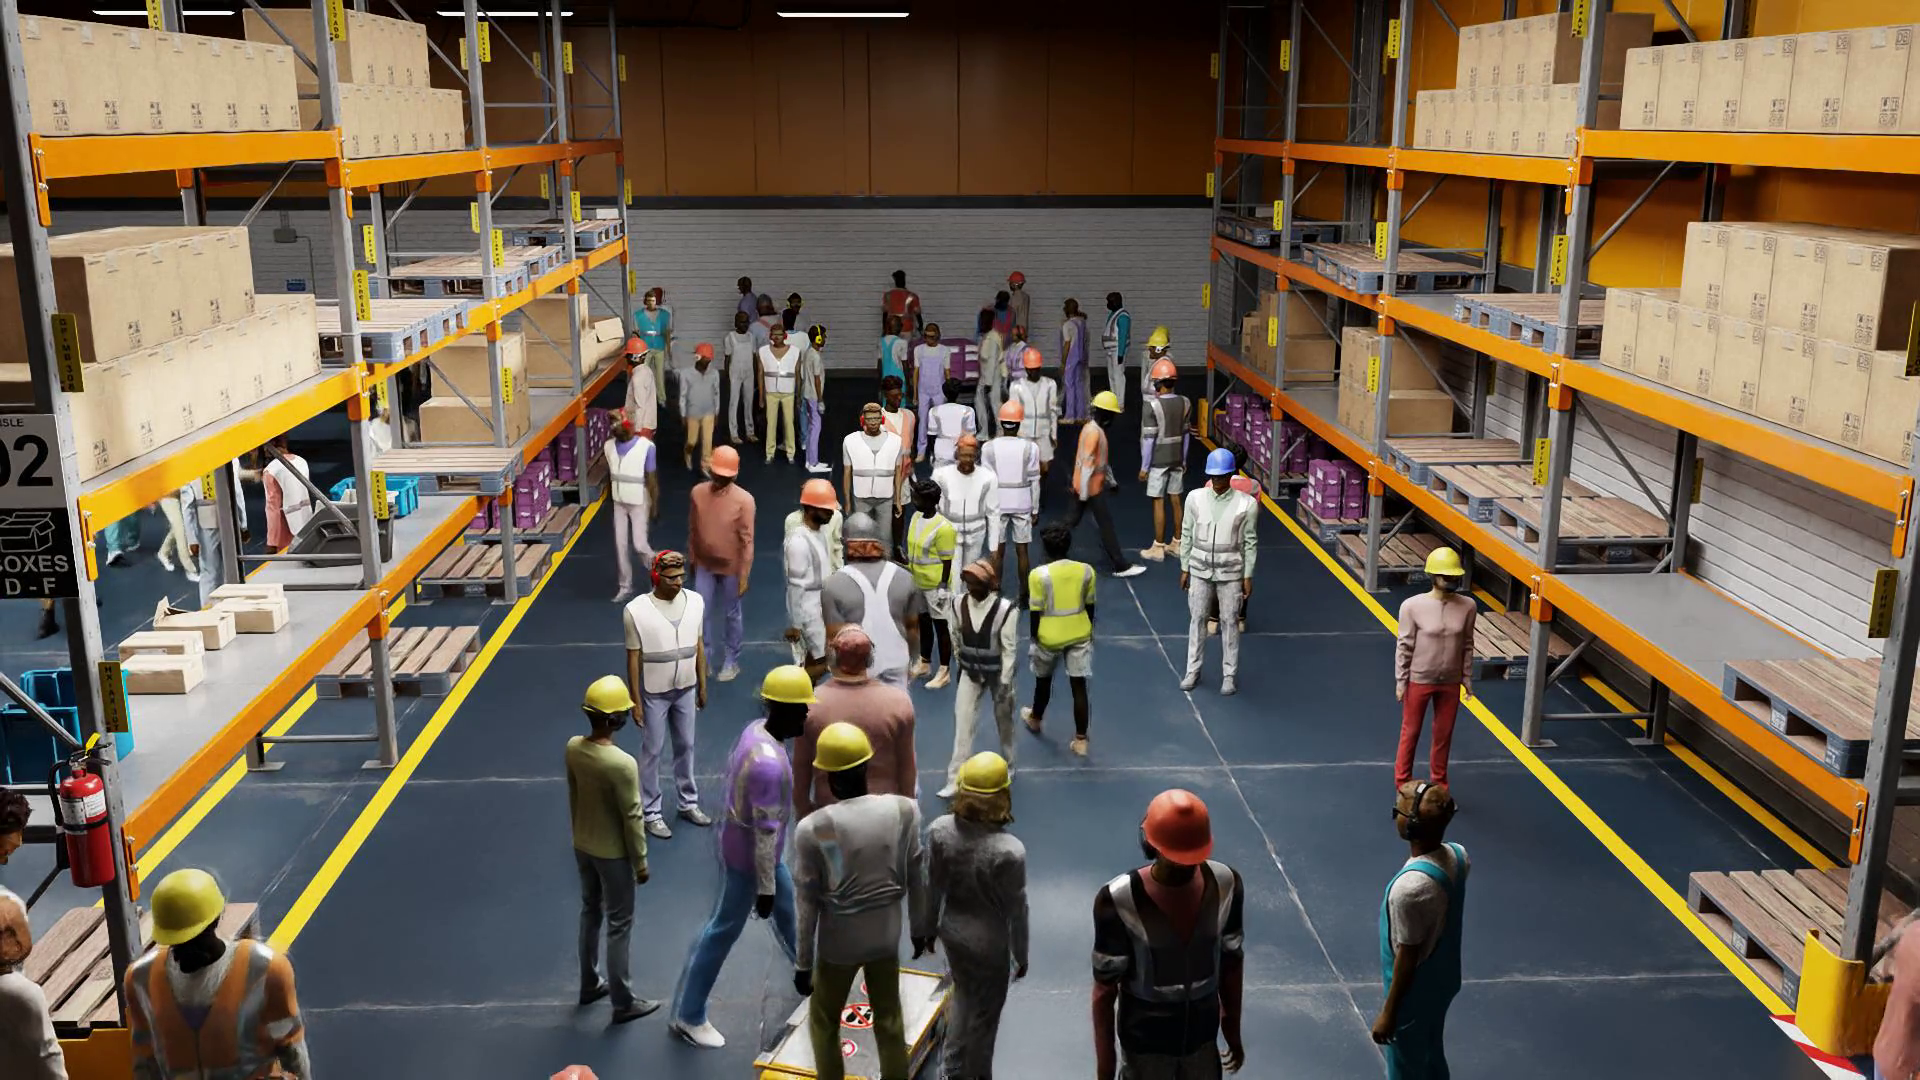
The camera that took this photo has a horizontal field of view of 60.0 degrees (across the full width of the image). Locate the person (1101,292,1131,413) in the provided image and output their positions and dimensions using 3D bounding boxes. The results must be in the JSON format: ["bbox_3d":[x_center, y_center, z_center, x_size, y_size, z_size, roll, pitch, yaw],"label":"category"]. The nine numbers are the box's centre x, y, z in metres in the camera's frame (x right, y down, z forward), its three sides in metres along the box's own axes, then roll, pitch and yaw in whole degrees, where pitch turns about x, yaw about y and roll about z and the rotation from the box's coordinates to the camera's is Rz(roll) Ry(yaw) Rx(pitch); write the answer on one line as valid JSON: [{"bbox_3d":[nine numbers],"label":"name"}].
[{"bbox_3d":[2.372,-2.871,25.416,0.429,1.832,0.634,-3,15,-13],"label":"person"}]

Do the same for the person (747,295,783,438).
[{"bbox_3d":[-2.798,-2.509,23.570,0.696,2.000,1.025,-12,18,-38],"label":"person"}]

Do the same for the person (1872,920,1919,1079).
[{"bbox_3d":[3.672,2.022,6.412,0.348,1.719,0.687,3,15,12],"label":"person"}]

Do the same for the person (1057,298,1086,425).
[{"bbox_3d":[1.634,-2.610,24.358,0.330,1.842,0.520,11,18,37],"label":"person"}]

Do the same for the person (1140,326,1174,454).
[{"bbox_3d":[2.630,-1.970,22.072,0.489,1.730,0.324,10,18,35],"label":"person"}]

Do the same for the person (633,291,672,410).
[{"bbox_3d":[-4.715,-2.904,25.513,0.571,1.840,0.374,-5,15,-19],"label":"person"}]

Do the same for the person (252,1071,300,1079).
[{"bbox_3d":[-2.009,2.403,5.193,0.531,1.577,0.889,4,15,14],"label":"person"}]

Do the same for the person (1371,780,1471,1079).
[{"bbox_3d":[1.864,1.853,6.834,0.346,1.846,0.506,11,18,38],"label":"person"}]

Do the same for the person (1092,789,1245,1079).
[{"bbox_3d":[0.809,1.887,6.339,0.613,2.032,0.411,-4,15,-17],"label":"person"}]

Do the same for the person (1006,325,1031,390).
[{"bbox_3d":[0.818,-2.162,23.012,0.314,1.637,0.514,-8,17,-30],"label":"person"}]

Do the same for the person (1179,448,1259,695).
[{"bbox_3d":[2.003,0.240,12.962,0.601,1.948,0.387,5,15,20],"label":"person"}]

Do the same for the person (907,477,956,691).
[{"bbox_3d":[-0.243,0.336,13.094,0.321,1.693,0.530,-10,17,-34],"label":"person"}]

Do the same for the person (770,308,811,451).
[{"bbox_3d":[-2.273,-2.156,22.426,0.590,1.919,0.392,-7,16,-27],"label":"person"}]

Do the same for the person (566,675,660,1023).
[{"bbox_3d":[-1.738,1.526,8.296,0.533,1.759,0.343,12,19,40],"label":"person"}]

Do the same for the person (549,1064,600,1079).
[{"bbox_3d":[-1.200,2.403,4.924,0.598,1.717,0.521,3,15,10],"label":"person"}]

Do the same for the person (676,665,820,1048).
[{"bbox_3d":[-0.939,1.520,8.126,1.027,1.851,0.682,-2,14,-8],"label":"person"}]

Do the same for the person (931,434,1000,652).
[{"bbox_3d":[0.040,0.025,14.026,0.596,1.832,0.962,-1,14,-5],"label":"person"}]

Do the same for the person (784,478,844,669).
[{"bbox_3d":[-1.164,0.295,13.373,0.507,1.631,0.266,-7,16,-26],"label":"person"}]

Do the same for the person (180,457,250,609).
[{"bbox_3d":[-6.429,-0.094,14.359,0.405,1.909,0.597,8,16,27],"label":"person"}]

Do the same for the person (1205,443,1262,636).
[{"bbox_3d":[2.351,-0.003,14.439,0.535,1.690,0.319,-2,14,-9],"label":"person"}]

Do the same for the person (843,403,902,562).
[{"bbox_3d":[-0.816,-0.383,15.611,0.566,1.846,0.389,-3,15,-12],"label":"person"}]

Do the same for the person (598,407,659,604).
[{"bbox_3d":[-3.060,-0.321,15.415,0.604,1.818,0.490,7,16,27],"label":"person"}]

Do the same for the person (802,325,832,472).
[{"bbox_3d":[-1.829,-1.791,21.119,0.328,1.860,0.514,-4,15,-17],"label":"person"}]

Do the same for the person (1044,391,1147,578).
[{"bbox_3d":[1.289,-0.527,16.170,1.029,1.859,0.608,0,14,2],"label":"person"}]

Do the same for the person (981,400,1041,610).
[{"bbox_3d":[0.459,-0.311,15.148,0.545,1.938,0.358,1,14,5],"label":"person"}]

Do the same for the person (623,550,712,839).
[{"bbox_3d":[-1.834,0.945,10.423,0.560,1.836,0.394,-13,19,-41],"label":"person"}]

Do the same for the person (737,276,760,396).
[{"bbox_3d":[-3.393,-3.282,26.830,0.381,1.931,0.644,4,15,14],"label":"person"}]

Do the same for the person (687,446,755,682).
[{"bbox_3d":[-1.883,0.200,13.104,0.649,1.954,0.577,5,15,20],"label":"person"}]

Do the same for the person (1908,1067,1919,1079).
[{"bbox_3d":[2.662,2.320,4.596,0.612,2.048,0.363,0,14,-1],"label":"person"}]

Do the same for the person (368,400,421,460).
[{"bbox_3d":[-5.697,-0.644,16.728,0.588,1.801,0.733,-10,18,-35],"label":"person"}]

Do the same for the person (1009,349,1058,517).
[{"bbox_3d":[0.821,-1.193,18.643,0.569,1.917,0.422,-1,14,-5],"label":"person"}]

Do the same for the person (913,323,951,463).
[{"bbox_3d":[-0.365,-1.905,21.602,0.504,1.840,0.345,2,14,6],"label":"person"}]
